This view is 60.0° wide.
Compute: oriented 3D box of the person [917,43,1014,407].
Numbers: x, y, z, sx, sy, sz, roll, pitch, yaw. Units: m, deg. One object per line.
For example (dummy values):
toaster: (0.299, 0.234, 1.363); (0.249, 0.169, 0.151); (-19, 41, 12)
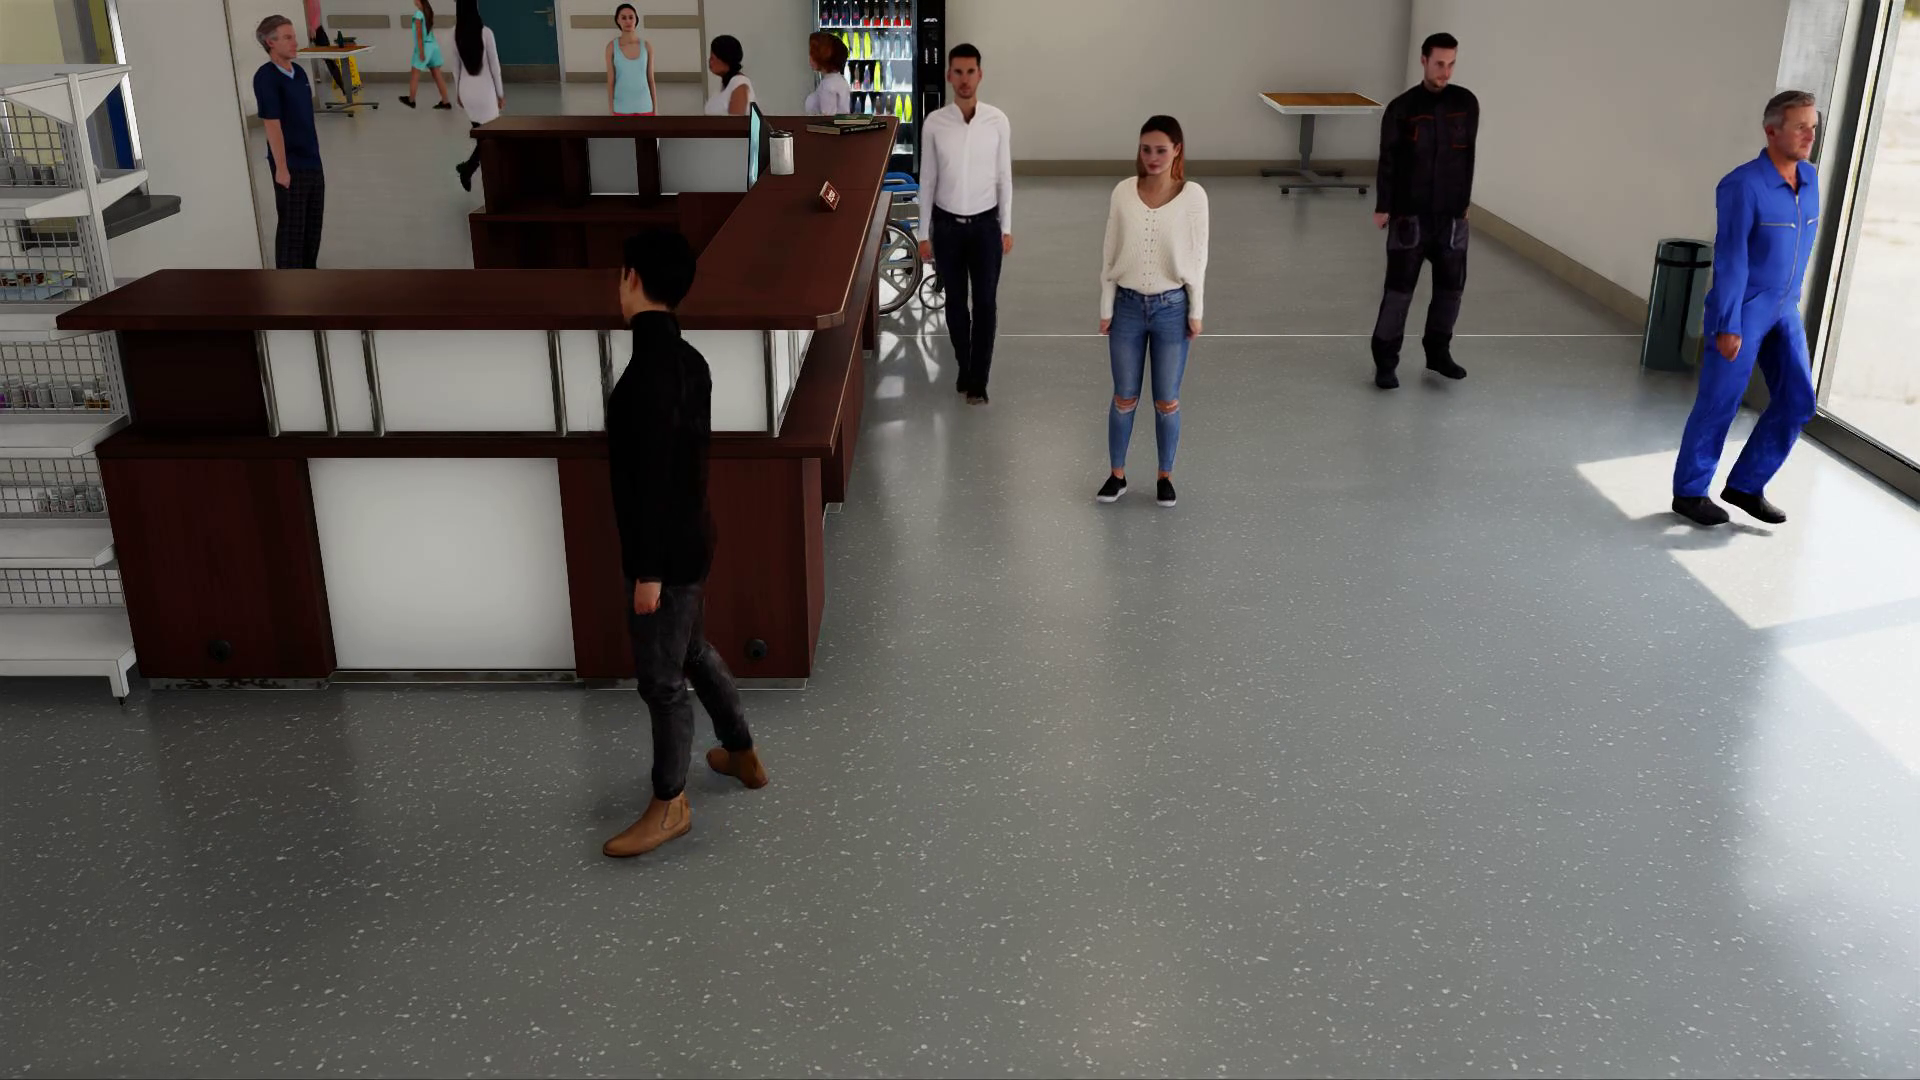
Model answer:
person: (0.040, -1.664, 8.815); (1.064, 1.836, 0.750); (1, 21, 3)

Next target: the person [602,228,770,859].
person: (-0.821, 0.029, 4.537); (0.652, 1.701, 0.735); (-5, 21, -14)

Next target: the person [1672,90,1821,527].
person: (3.249, -0.952, 6.972); (0.806, 1.810, 0.932); (-9, 23, -23)

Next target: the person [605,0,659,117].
person: (-2.774, -3.619, 14.078); (0.643, 1.765, 0.741); (-8, 22, -21)

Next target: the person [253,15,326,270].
person: (-4.317, -2.427, 10.780); (0.585, 1.871, 0.692); (3, 21, 8)

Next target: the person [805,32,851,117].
person: (-0.801, -2.717, 11.808); (0.815, 1.686, 0.732); (2, 21, 4)

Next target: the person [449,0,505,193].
person: (-4.398, -3.995, 15.035); (1.035, 1.789, 0.842); (5, 21, 12)

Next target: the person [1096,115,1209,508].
person: (0.825, -0.983, 7.216); (0.570, 1.694, 0.729); (5, 21, 13)

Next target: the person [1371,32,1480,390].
person: (2.525, -1.770, 9.004); (0.657, 1.901, 0.859); (-3, 21, -7)

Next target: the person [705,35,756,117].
person: (-1.521, -2.692, 11.771); (1.006, 1.665, 0.818); (-7, 22, -17)

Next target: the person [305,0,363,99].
person: (-8.925, -6.917, 22.579); (1.238, 1.911, 0.827); (4, 21, 10)

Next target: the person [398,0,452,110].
person: (-6.882, -6.363, 21.670); (1.058, 1.519, 0.808); (7, 22, 19)
